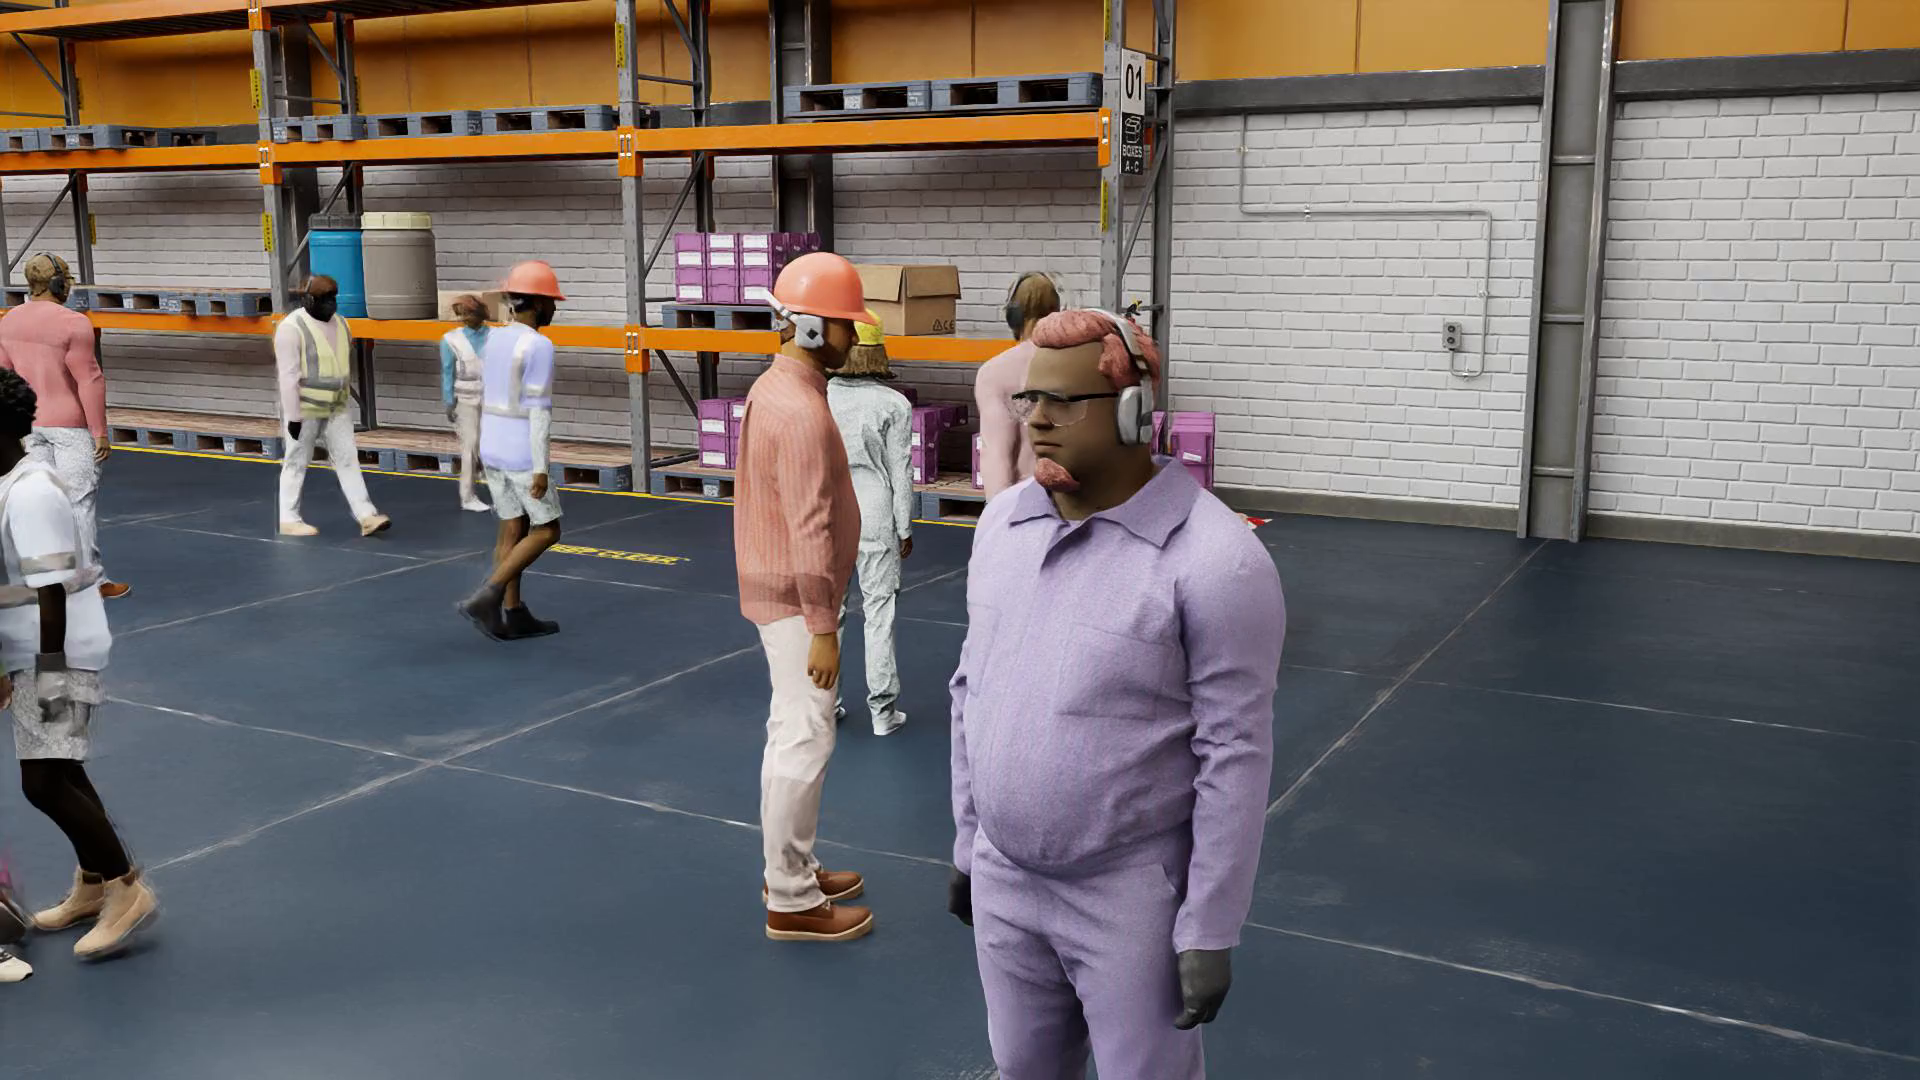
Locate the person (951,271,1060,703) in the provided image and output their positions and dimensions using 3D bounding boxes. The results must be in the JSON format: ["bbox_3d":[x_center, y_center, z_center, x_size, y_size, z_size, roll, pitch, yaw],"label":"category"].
[{"bbox_3d":[0.321,-0.108,6.609,0.635,1.888,1.020,-5,12,-27],"label":"person"}]

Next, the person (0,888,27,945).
[{"bbox_3d":[-3.104,0.407,4.592,0.828,1.591,0.522,3,11,17],"label":"person"}]

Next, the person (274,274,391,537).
[{"bbox_3d":[-4.262,-0.877,11.126,0.925,1.778,0.653,5,11,25],"label":"person"}]

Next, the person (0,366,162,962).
[{"bbox_3d":[-2.584,0.337,4.700,0.355,1.682,0.553,-8,13,-38],"label":"person"}]

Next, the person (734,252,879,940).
[{"bbox_3d":[-0.435,0.176,4.787,0.412,1.980,0.630,-3,11,-14],"label":"person"}]

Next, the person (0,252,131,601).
[{"bbox_3d":[-4.963,-0.607,9.182,0.630,1.940,0.372,3,11,16],"label":"person"}]

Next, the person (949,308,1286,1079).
[{"bbox_3d":[0.207,0.570,2.817,0.641,1.908,0.408,10,14,43],"label":"person"}]

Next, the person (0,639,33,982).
[{"bbox_3d":[-2.727,0.366,4.322,0.316,1.766,0.533,5,11,26],"label":"person"}]

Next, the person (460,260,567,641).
[{"bbox_3d":[-2.206,-0.418,8.241,0.553,1.912,0.629,10,14,43],"label":"person"}]

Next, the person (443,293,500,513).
[{"bbox_3d":[-3.511,-1.008,12.244,0.550,1.619,0.375,-3,11,-17],"label":"person"}]

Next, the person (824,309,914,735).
[{"bbox_3d":[-0.409,-0.071,6.800,0.484,1.738,0.320,3,11,17],"label":"person"}]
